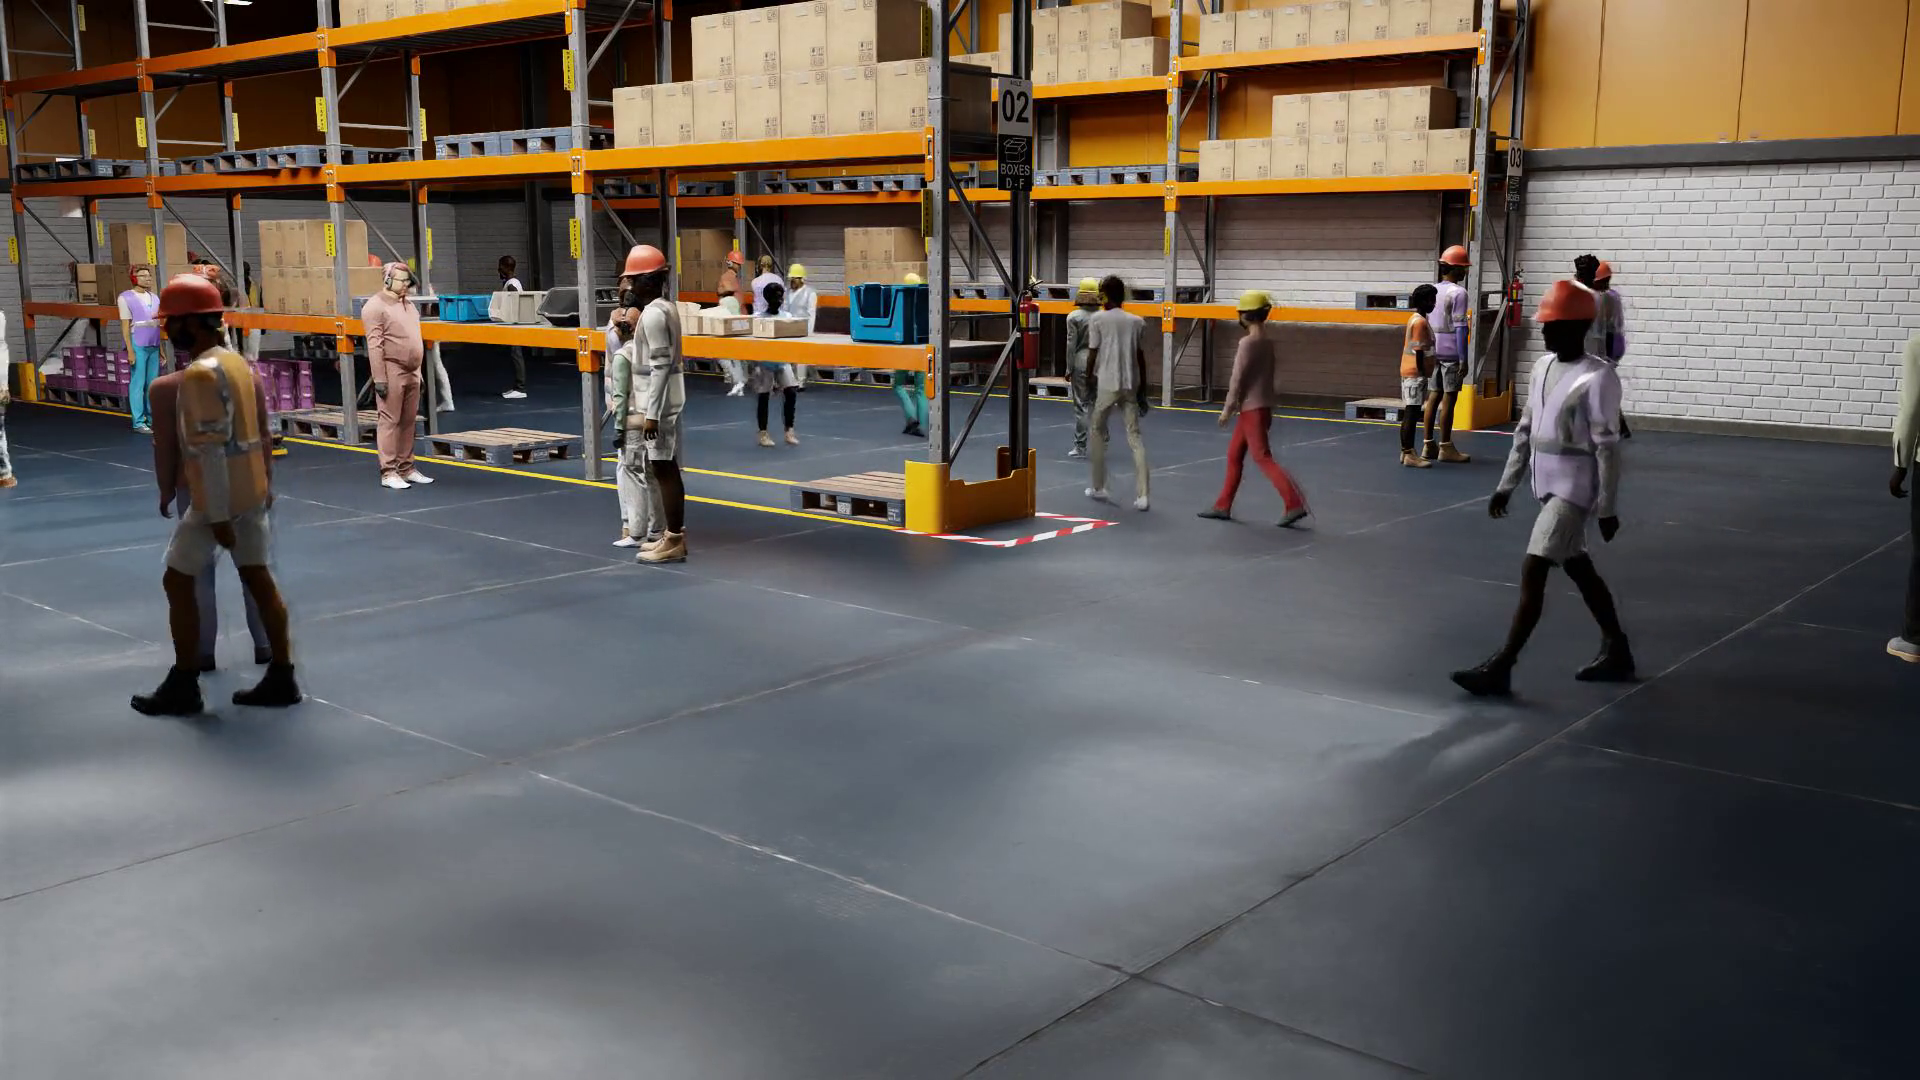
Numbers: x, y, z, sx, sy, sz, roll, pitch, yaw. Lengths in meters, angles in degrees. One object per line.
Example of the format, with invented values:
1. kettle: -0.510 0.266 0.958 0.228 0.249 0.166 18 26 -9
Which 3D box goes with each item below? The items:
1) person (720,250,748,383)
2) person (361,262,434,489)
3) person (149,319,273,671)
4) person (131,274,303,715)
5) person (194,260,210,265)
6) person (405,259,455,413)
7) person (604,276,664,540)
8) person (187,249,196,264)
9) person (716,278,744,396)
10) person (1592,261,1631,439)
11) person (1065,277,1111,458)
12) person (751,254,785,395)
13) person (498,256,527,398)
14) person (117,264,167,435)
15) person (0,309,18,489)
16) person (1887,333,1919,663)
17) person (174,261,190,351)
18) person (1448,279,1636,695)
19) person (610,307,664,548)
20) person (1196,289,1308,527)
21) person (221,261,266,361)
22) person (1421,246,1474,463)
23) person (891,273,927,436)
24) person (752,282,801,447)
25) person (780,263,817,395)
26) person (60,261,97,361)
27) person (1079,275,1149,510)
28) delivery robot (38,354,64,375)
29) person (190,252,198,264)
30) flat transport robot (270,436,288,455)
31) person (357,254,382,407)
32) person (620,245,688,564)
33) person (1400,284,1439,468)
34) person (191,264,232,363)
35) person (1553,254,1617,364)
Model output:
1. person: -3.407 -3.358 25.057 0.393 1.985 0.611 2 10 10
2. person: -4.751 -1.394 14.108 0.410 1.906 0.642 2 10 14
3. person: -3.587 -0.251 8.016 0.522 1.761 0.327 -6 11 -29
4. person: -3.311 -0.190 7.253 0.820 1.903 0.560 0 10 1
5. person: -10.541 -2.987 23.322 0.356 1.858 0.513 3 10 14
6. person: -6.680 -2.493 20.429 0.941 1.875 0.627 2 10 12
7. person: -2.252 -0.919 11.601 0.430 1.839 0.619 -1 10 -7
8. person: -11.485 -3.349 24.848 0.879 2.000 0.698 -4 11 -21
9. person: -3.131 -2.753 22.673 0.375 1.606 0.525 4 11 21
10. person: 6.683 -1.924 17.211 0.577 1.892 0.592 5 11 28
11. person: 1.242 -1.668 16.123 0.492 1.742 0.321 -3 11 -19
12. person: -2.663 -2.972 22.995 0.376 1.940 0.629 6 12 31
13. person: -6.062 -2.888 22.571 0.377 1.917 0.600 -3 10 -17
14. person: -8.929 -2.082 18.176 0.390 1.850 0.565 2 10 11
15. person: -8.101 -1.287 13.592 0.635 1.885 1.033 -2 10 -12
16. person: 4.853 -0.380 8.075 0.612 1.995 0.382 2 10 13
17. person: -11.013 -3.075 23.672 0.642 1.909 0.409 -9 14 -42
18. person: 2.748 -0.236 7.596 1.009 1.889 0.551 -2 10 -9
19. person: -2.199 -0.761 11.289 0.317 1.629 0.509 2 10 12
20. person: 2.180 -0.968 12.165 0.873 1.731 0.522 5 11 26
21. person: -10.404 -3.136 24.212 0.429 1.843 0.627 8 13 39
22. person: 4.642 -1.756 15.773 0.378 2.041 0.616 -3 10 -17
23. person: -0.515 -1.985 17.892 0.554 1.749 0.389 -7 12 -34
24. person: -1.866 -1.749 16.775 0.548 1.677 0.630 -6 12 -31
25. person: -2.254 -2.899 22.943 0.607 1.807 0.432 6 12 30
26. person: -12.910 -3.154 24.364 0.974 1.844 0.557 -5 11 -26
27. person: 1.213 -1.158 13.060 0.509 1.801 0.904 -4 11 -20
28. delivery robot: -12.584 -2.342 23.060 0.477 0.478 0.707 9 13 39
29. person: -12.007 -3.544 26.166 0.573 1.965 0.710 8 13 39
30. flat transport robot: -7.177 -0.963 16.298 0.652 0.197 1.431 -9 13 -40
31. person: -7.433 -2.652 21.173 0.543 1.939 0.360 2 10 9
32. person: -1.965 -0.864 10.697 0.392 2.040 0.611 0 10 -2
33. person: 4.246 -1.519 15.418 0.320 1.692 0.531 2 10 10
34. person: -6.425 -1.421 14.324 0.346 1.882 0.580 -4 11 -20
35. person: 5.808 -1.676 15.550 0.603 1.961 0.368 -1 10 -6
